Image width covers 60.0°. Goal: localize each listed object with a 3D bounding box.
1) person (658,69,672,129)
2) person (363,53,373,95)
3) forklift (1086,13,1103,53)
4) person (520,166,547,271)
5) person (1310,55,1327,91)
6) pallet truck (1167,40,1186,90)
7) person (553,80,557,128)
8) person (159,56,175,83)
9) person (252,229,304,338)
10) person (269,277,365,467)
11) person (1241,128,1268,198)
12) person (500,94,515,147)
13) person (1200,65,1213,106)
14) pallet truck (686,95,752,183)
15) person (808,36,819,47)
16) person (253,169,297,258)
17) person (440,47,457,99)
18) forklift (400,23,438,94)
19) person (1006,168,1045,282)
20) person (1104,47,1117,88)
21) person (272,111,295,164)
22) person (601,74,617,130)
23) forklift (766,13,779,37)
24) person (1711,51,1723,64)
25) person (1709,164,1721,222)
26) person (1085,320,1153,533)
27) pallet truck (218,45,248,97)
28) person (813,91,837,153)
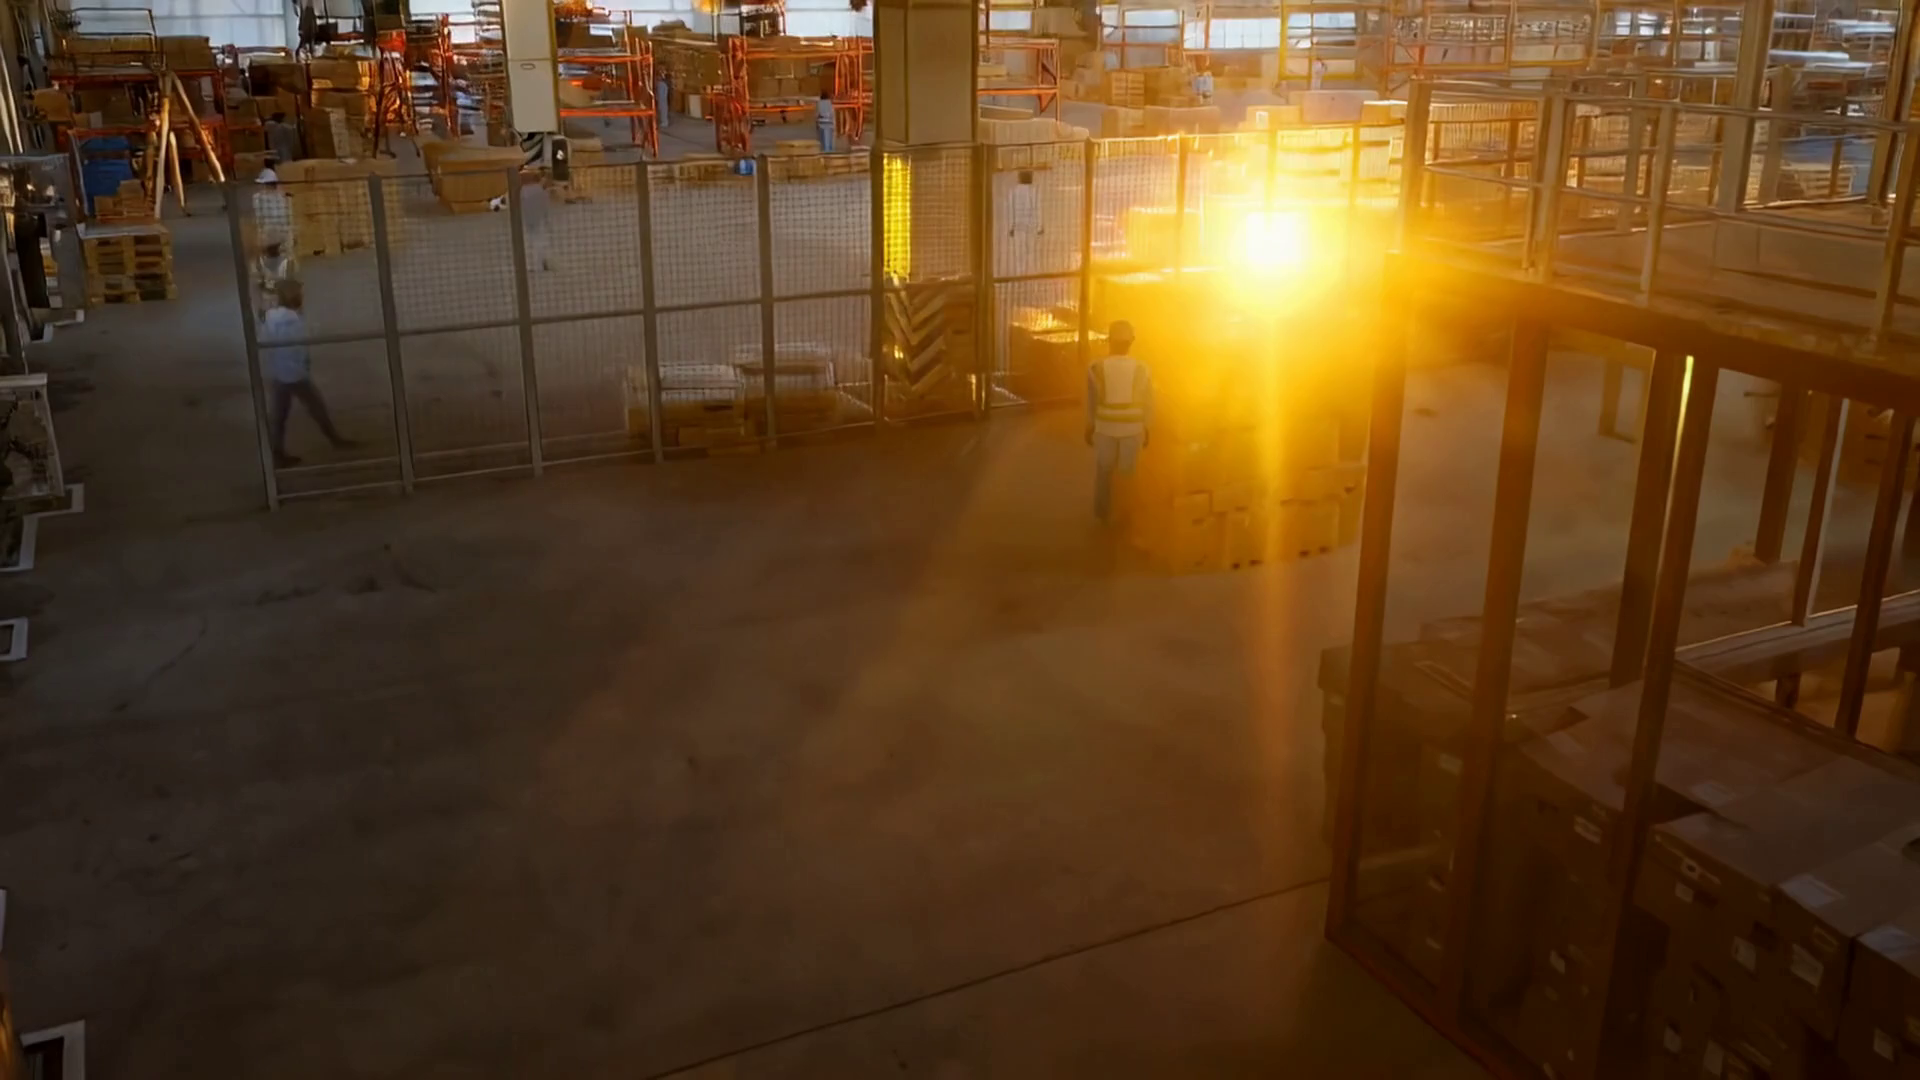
[{"bbox_3d":[-9.422,-14.031,52.929,0.342,1.841,0.512,5,20,13],"label":"person"},{"bbox_3d":[-23.581,-18.631,66.551,0.514,1.641,0.307,-10,21,-26],"label":"person"},{"bbox_3d":[6.345,-23.488,78.758,1.873,2.768,1.129,-9,21,-25],"label":"forklift"},{"bbox_3d":[-7.275,-5.436,28.135,0.528,1.758,0.360,-12,22,-30],"label":"person"},{"bbox_3d":[12.779,-16.317,59.356,0.373,1.962,0.605,-17,25,-40],"label":"person"},{"bbox_3d":[9.045,-19.971,69.895,0.823,1.965,1.885,-3,19,-8],"label":"pallet truck"},{"bbox_3d":[-12.625,-13.447,51.081,0.372,1.934,0.627,5,20,14],"label":"person"},{"bbox_3d":[-29.863,-17.434,62.677,0.550,1.912,0.812,-3,19,-8],"label":"person"},{"bbox_3d":[-8.437,-2.929,20.666,0.560,1.892,0.983,-4,19,-11],"label":"person"},{"bbox_3d":[-6.758,-1.756,17.169,0.624,1.940,1.028,15,24,37],"label":"person"},{"bbox_3d":[5.971,-7.367,33.588,0.541,1.849,0.551,-6,20,-17],"label":"person"},{"bbox_3d":[-11.506,-10.474,42.588,0.744,1.861,0.593,5,20,15],"label":"person"},{"bbox_3d":[7.835,-14.176,53.186,0.364,1.935,0.553,-10,21,-27],"label":"person"},{"bbox_3d":[-5.836,-9.608,39.856,0.823,1.965,1.885,10,22,27],"label":"pallet truck"},{"bbox_3d":[-6.824,-22.356,77.005,0.608,1.867,0.983,-15,24,-37],"label":"person"},{"bbox_3d":[-10.779,-4.880,26.267,0.589,1.923,0.391,-7,20,-19],"label":"person"},{"bbox_3d":[-19.966,-18.251,65.005,0.627,1.936,0.374,-12,22,-31],"label":"person"},{"bbox_3d":[-22.112,-19.218,66.378,1.129,2.768,1.873,13,23,33],"label":"forklift"},{"bbox_3d":[1.103,-5.184,27.297,0.661,1.815,0.796,4,19,12],"label":"person"},{"bbox_3d":[6.360,-19.968,70.340,0.530,1.697,0.321,-1,19,-2],"label":"person"},{"bbox_3d":[-14.491,-8.201,35.780,0.381,1.994,0.622,-2,19,-5],"label":"person"},{"bbox_3d":[-11.046,-13.751,52.279,0.508,1.709,0.798,1,19,3],"label":"person"},{"bbox_3d":[-8.831,-23.484,78.745,1.873,2.768,1.129,-9,21,-25],"label":"forklift"},{"bbox_3d":[31.203,-19.397,68.812,0.524,1.617,0.540,-2,19,-6],"label":"person"},{"bbox_3d":[12.176,-5.125,26.975,0.524,1.917,0.650,11,22,30],"label":"person"},{"bbox_3d":[1.431,-1.014,15.032,0.607,1.937,0.416,2,19,5],"label":"person"},{"bbox_3d":[-28.879,-18.665,66.111,0.823,1.965,1.885,-3,19,-9],"label":"pallet truck"},{"bbox_3d":[-3.573,-10.919,43.946,0.672,1.832,0.605,-4,19,-10],"label":"person"}]
